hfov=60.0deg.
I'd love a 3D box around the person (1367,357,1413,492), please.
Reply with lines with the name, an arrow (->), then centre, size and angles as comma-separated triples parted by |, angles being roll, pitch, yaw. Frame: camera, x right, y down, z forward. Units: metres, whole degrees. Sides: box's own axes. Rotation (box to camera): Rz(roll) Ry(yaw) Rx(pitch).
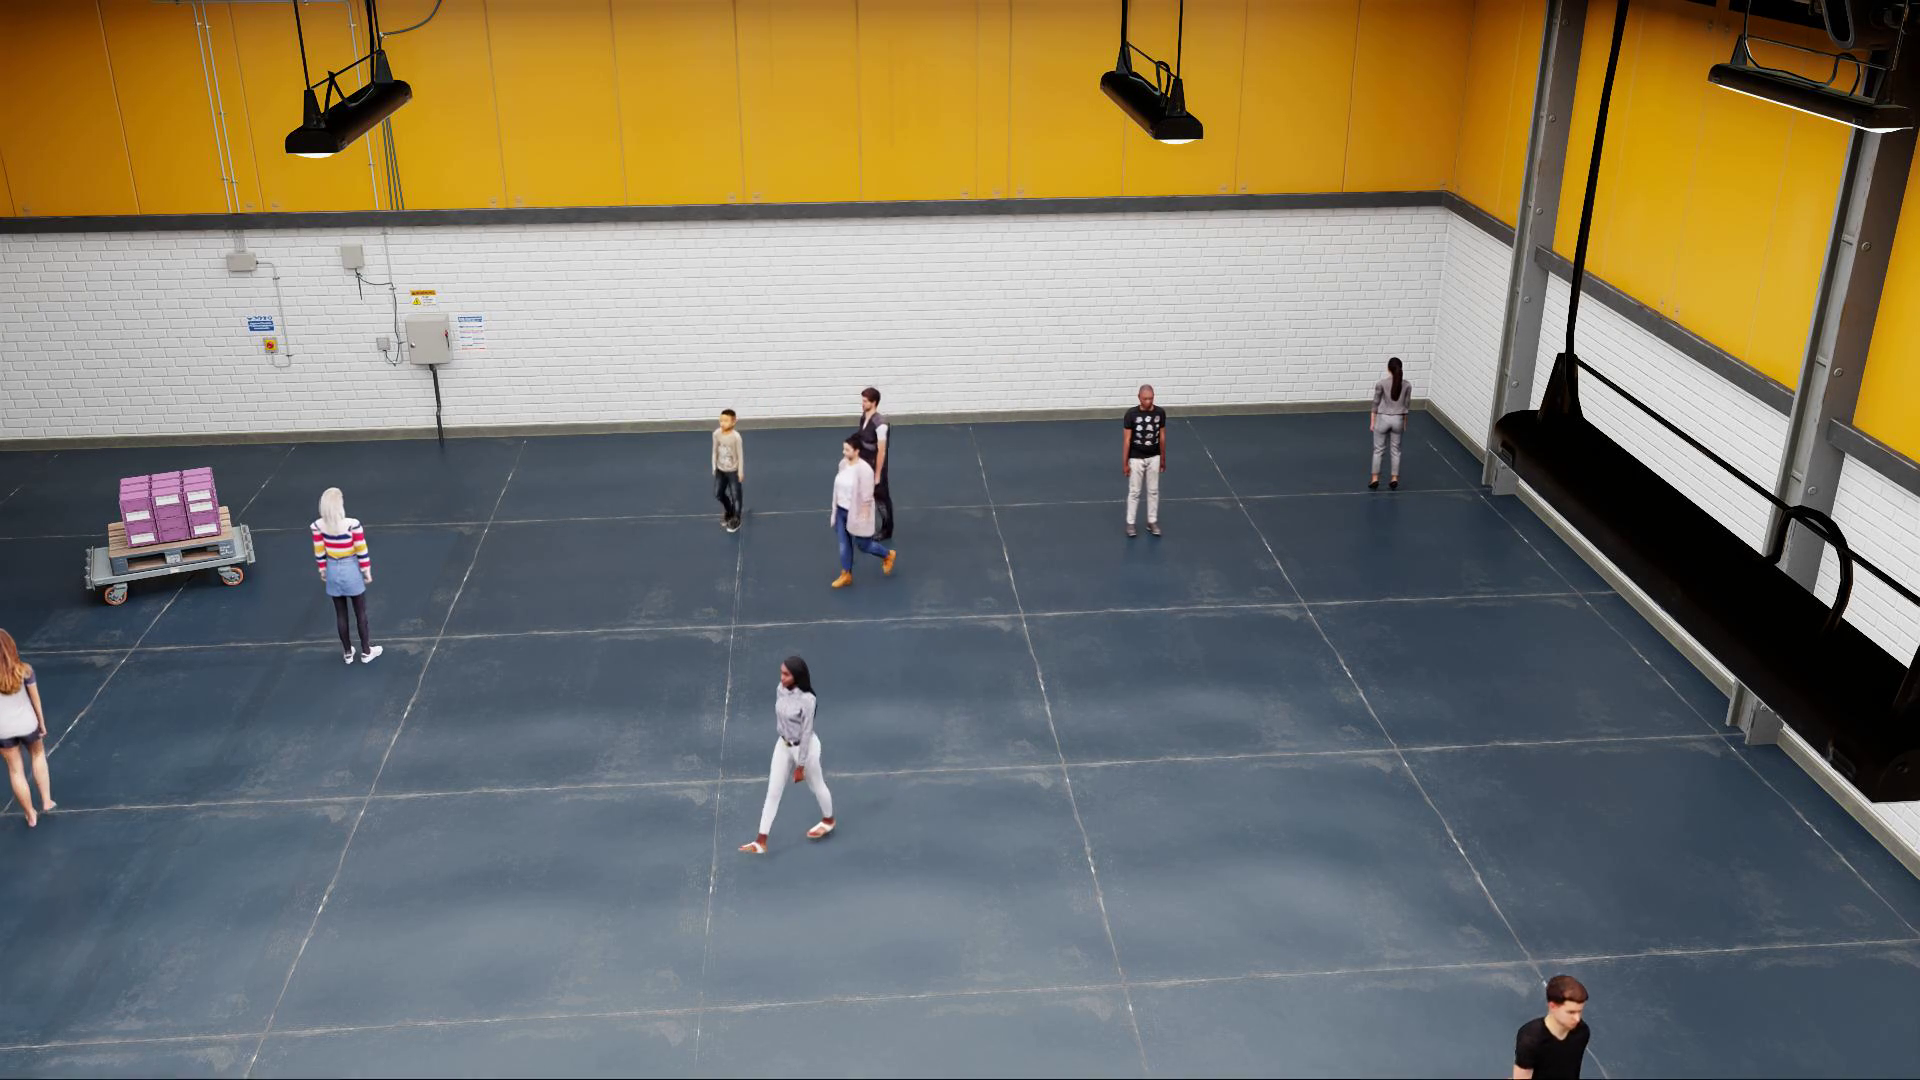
person -> 5.225, -1.406, 20.242 | 0.620, 1.674, 0.577 | 0, 24, 0

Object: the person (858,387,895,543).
person -> -0.901, -0.853, 18.775 | 0.981, 1.835, 0.957 | -17, 29, -33

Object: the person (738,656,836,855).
person -> -1.208, 1.678, 13.180 | 1.132, 1.678, 1.142 | -21, 31, -39

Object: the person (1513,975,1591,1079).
person -> 3.230, 3.212, 9.479 | 0.819, 1.833, 1.250 | -7, 24, -15

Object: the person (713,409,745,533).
person -> -2.631, -0.834, 19.199 | 0.653, 1.460, 0.675 | 9, 25, 19

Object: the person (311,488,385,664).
person -> -5.950, 0.341, 16.075 | 0.670, 1.809, 0.539 | -1, 24, -2

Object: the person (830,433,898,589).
person -> -1.038, -0.325, 17.706 | 1.063, 1.724, 1.066 | -18, 29, -35

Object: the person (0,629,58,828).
person -> -7.620, 1.555, 13.414 | 0.718, 1.717, 0.739 | -14, 27, -28

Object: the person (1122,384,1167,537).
person -> 2.101, -0.930, 18.994 | 0.675, 1.801, 0.628 | -4, 24, -9
